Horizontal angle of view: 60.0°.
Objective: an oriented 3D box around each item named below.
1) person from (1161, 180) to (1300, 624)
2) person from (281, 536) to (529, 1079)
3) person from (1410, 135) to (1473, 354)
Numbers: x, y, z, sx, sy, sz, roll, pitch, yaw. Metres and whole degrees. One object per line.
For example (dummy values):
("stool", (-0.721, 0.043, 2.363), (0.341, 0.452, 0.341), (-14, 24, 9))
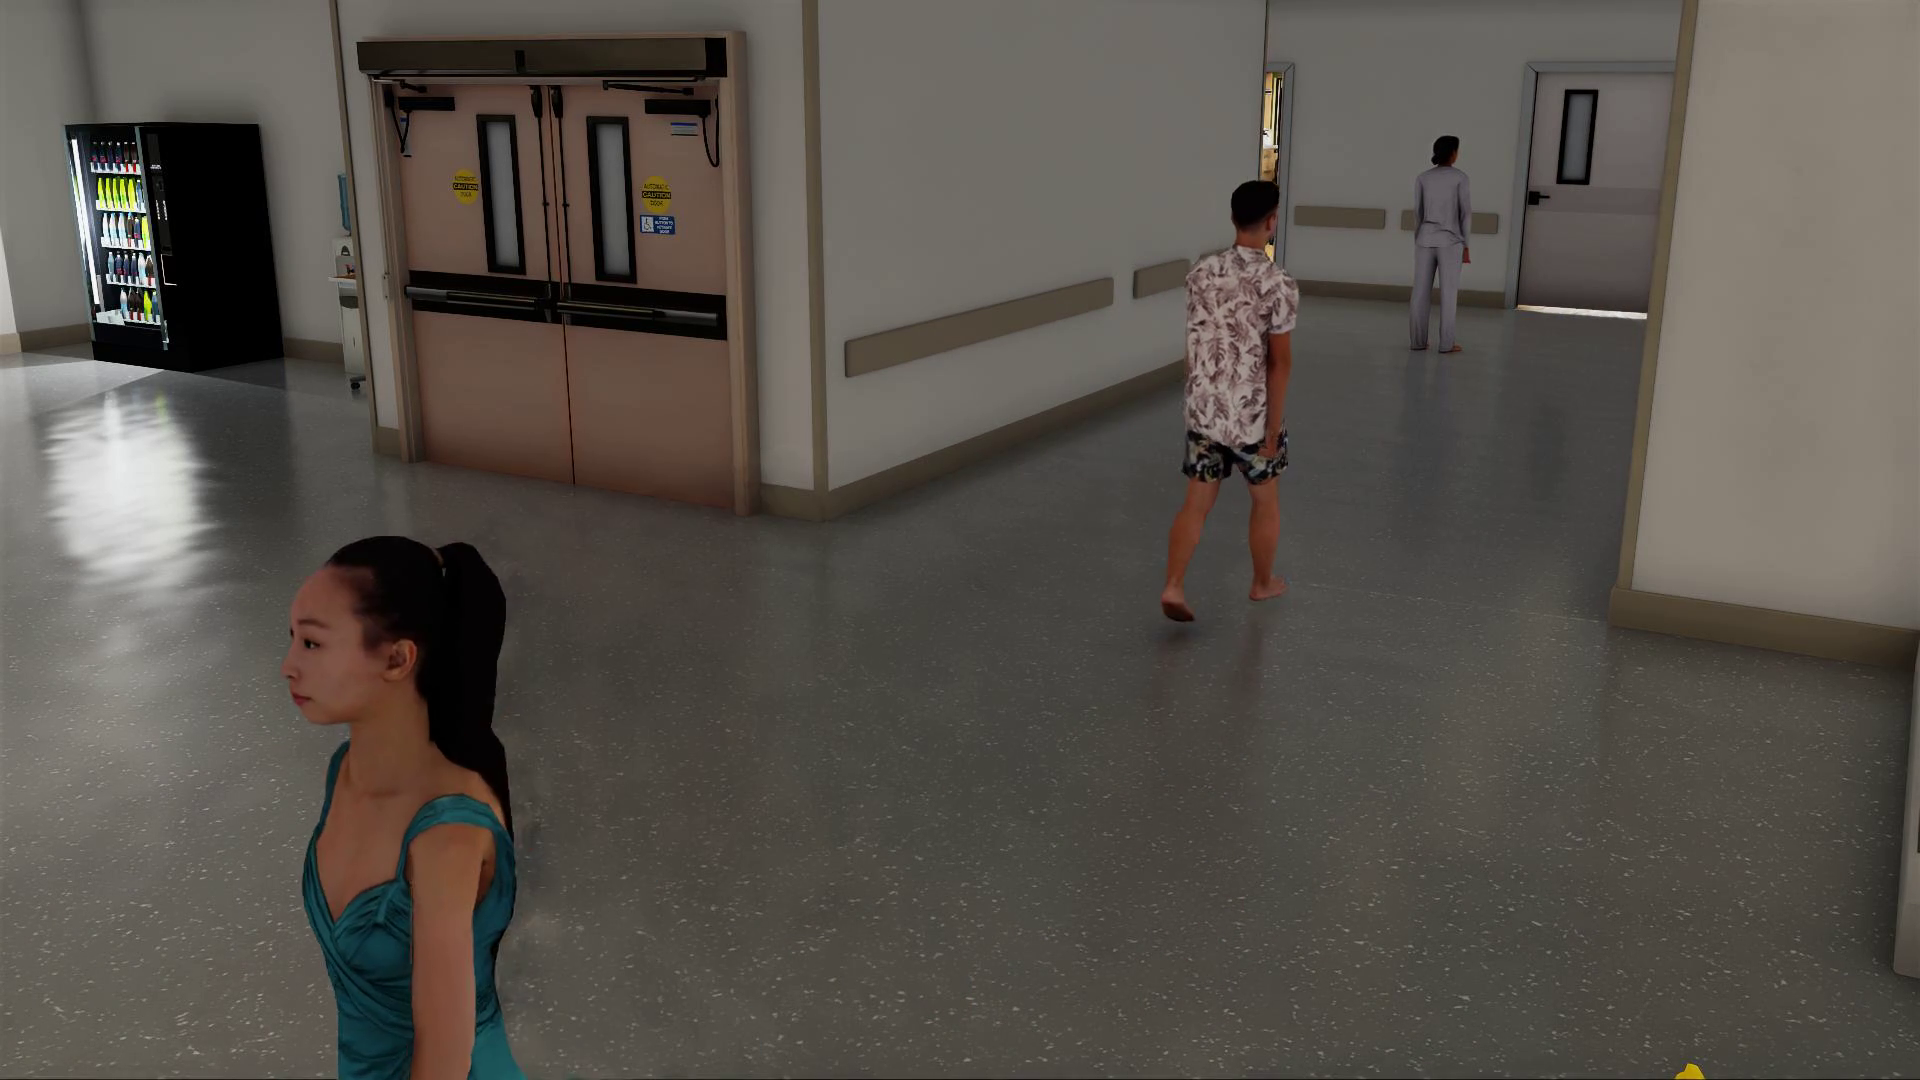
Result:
("person", (1.064, -0.528, 6.765), (1.043, 1.794, 0.775), (10, 19, 31))
("person", (-0.623, 0.822, 2.261), (0.804, 1.639, 1.017), (-15, 22, -43))
("person", (3.914, -2.417, 13.571), (0.519, 1.737, 0.723), (12, 20, 36))
